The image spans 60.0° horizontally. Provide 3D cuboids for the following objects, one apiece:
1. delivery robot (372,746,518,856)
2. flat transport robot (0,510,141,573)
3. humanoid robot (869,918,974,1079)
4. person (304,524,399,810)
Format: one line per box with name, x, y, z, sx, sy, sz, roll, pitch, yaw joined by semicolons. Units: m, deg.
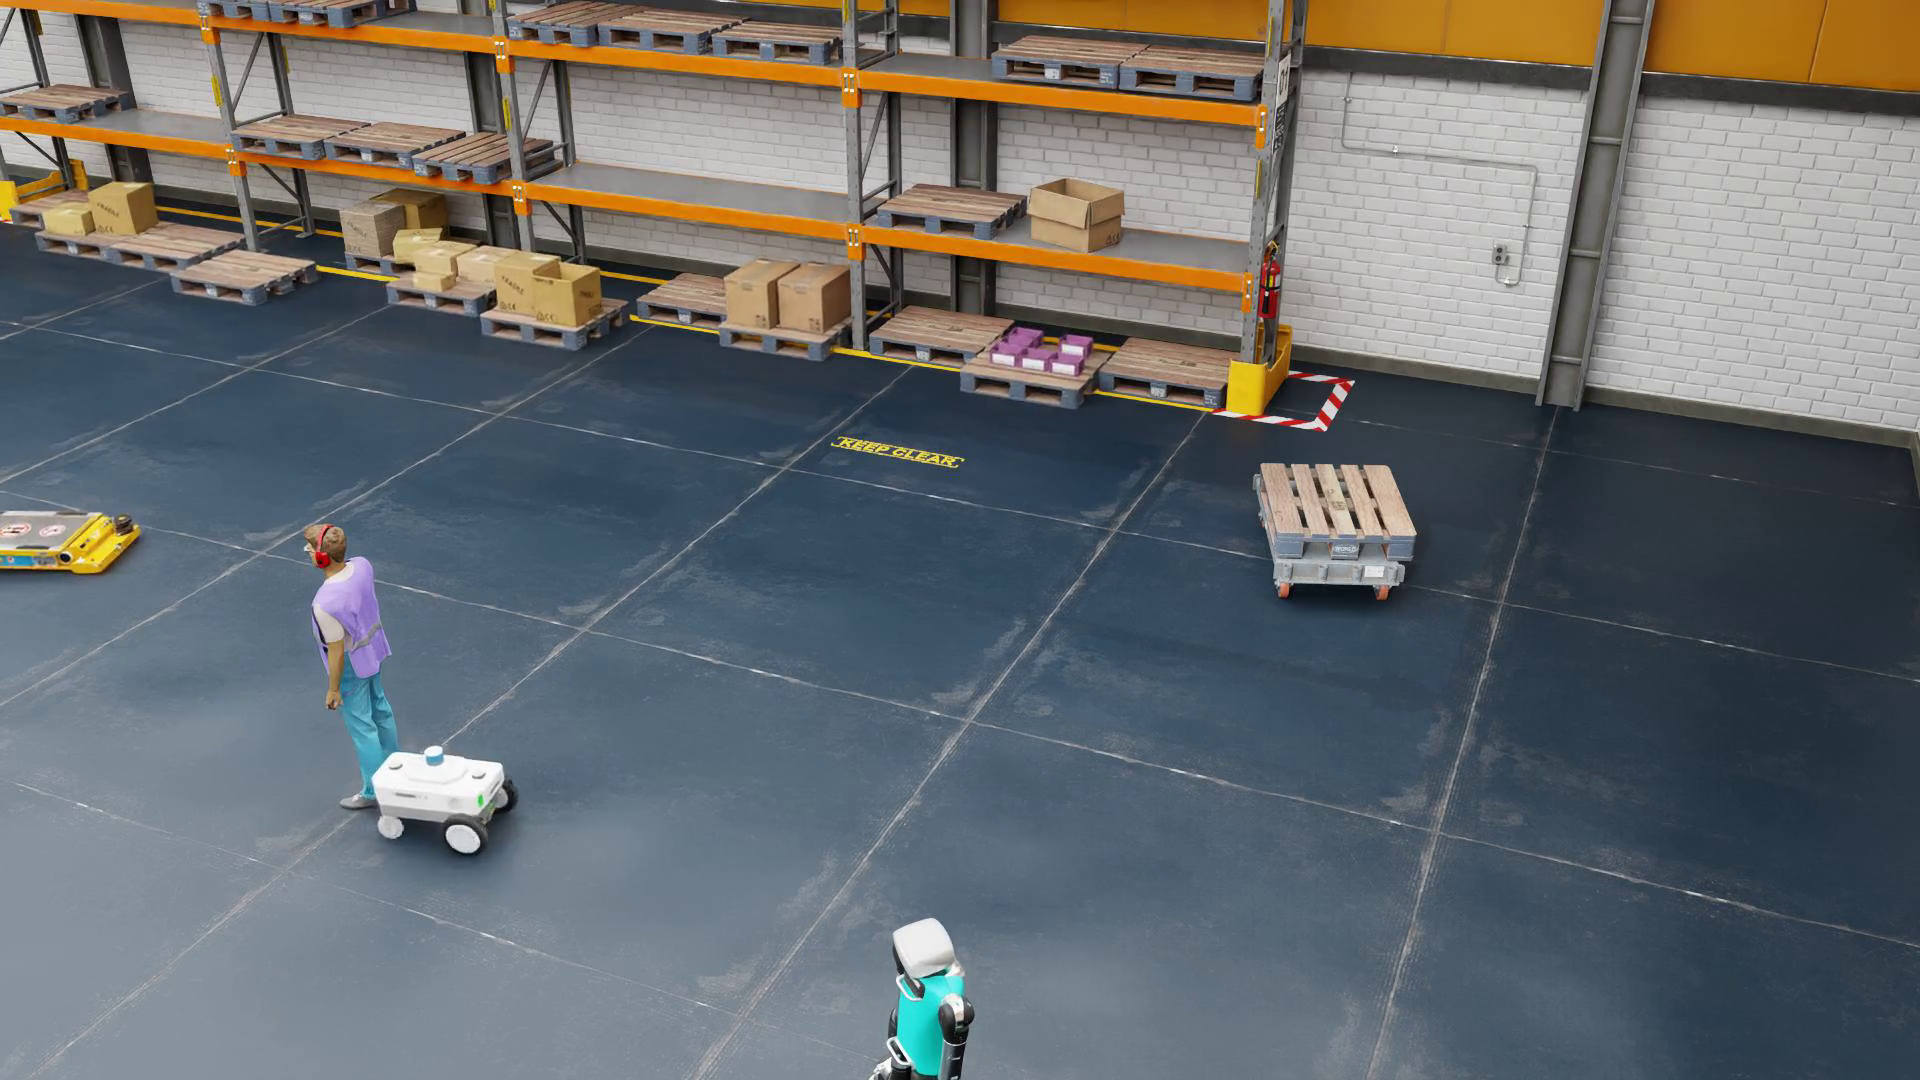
delivery robot;-3.035;1.479;9.740;0.783;0.584;0.499;5;28;9
flat transport robot;-7.221;0.020;12.892;1.431;0.231;0.659;1;27;2
humanoid robot;-0.328;2.315;6.695;0.735;1.677;0.533;-13;30;-23
person;-3.553;0.741;9.774;0.390;1.846;0.565;2;27;4
